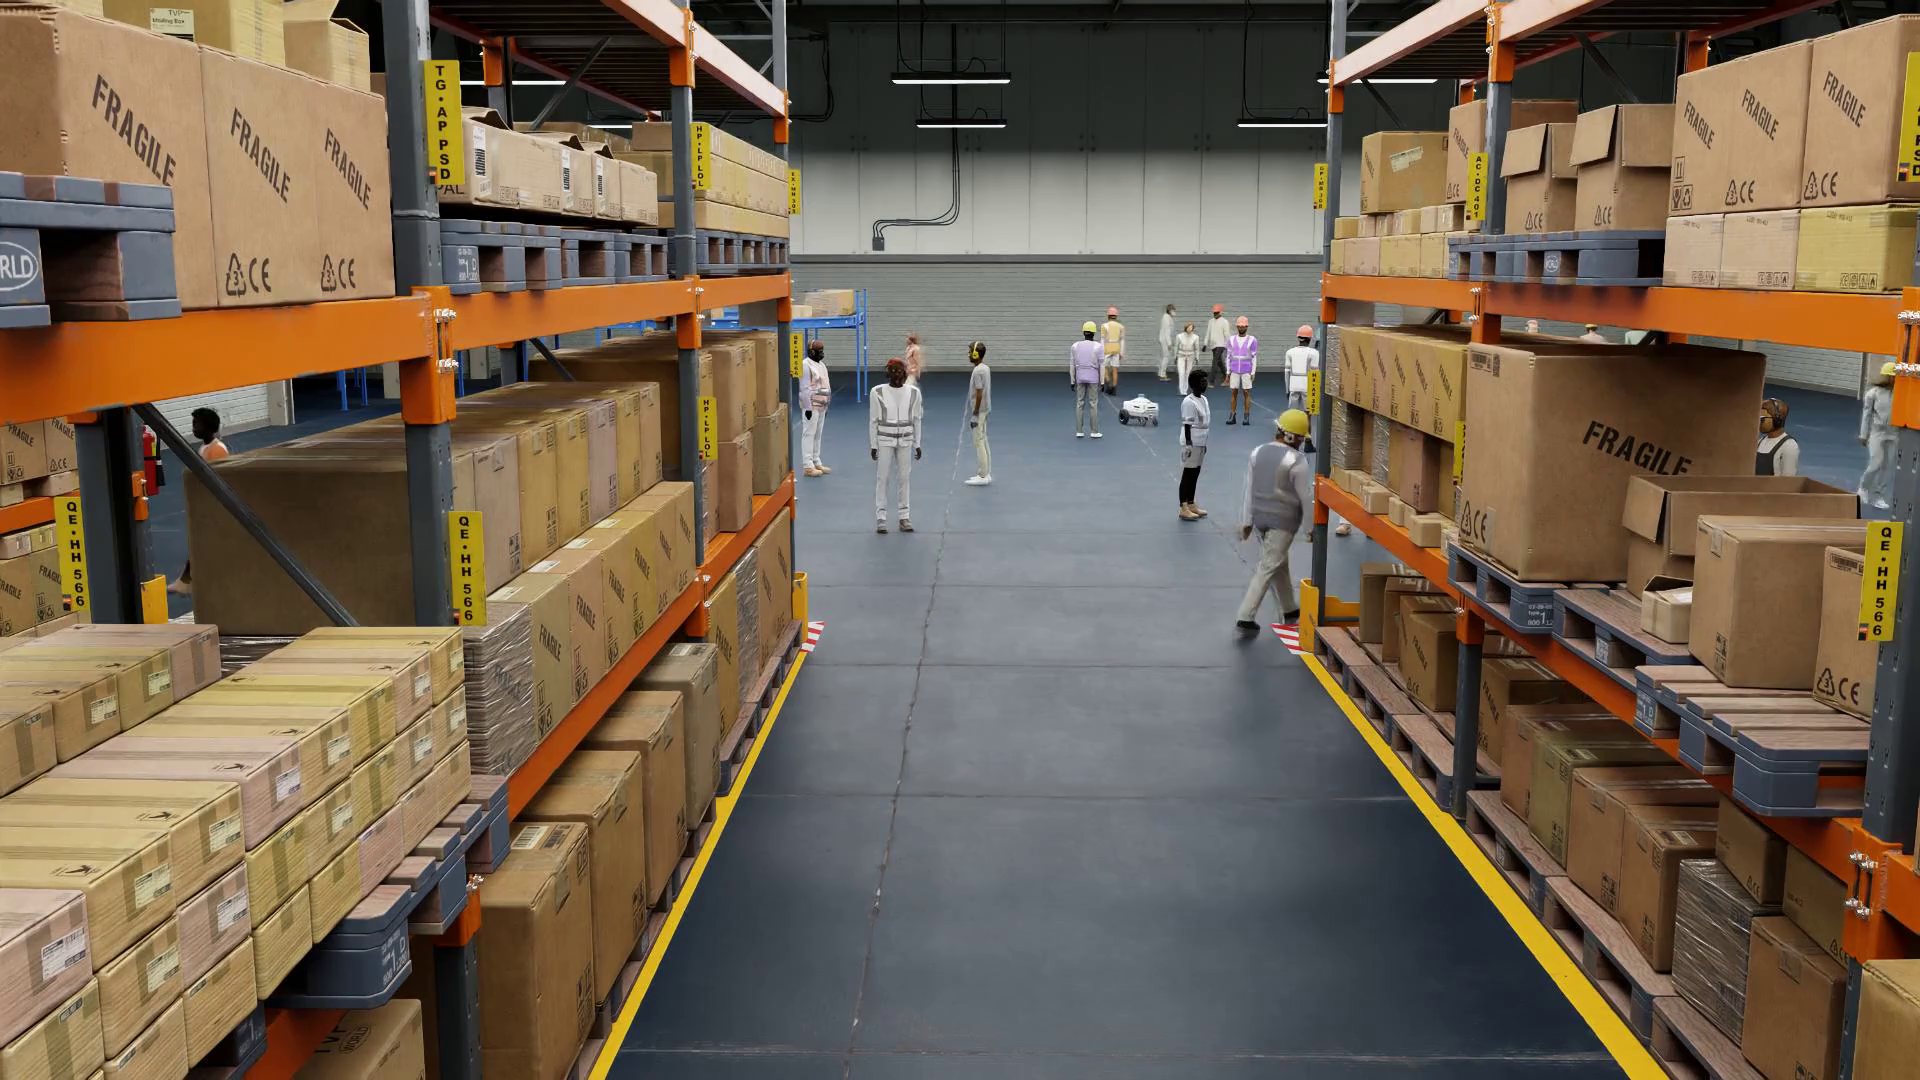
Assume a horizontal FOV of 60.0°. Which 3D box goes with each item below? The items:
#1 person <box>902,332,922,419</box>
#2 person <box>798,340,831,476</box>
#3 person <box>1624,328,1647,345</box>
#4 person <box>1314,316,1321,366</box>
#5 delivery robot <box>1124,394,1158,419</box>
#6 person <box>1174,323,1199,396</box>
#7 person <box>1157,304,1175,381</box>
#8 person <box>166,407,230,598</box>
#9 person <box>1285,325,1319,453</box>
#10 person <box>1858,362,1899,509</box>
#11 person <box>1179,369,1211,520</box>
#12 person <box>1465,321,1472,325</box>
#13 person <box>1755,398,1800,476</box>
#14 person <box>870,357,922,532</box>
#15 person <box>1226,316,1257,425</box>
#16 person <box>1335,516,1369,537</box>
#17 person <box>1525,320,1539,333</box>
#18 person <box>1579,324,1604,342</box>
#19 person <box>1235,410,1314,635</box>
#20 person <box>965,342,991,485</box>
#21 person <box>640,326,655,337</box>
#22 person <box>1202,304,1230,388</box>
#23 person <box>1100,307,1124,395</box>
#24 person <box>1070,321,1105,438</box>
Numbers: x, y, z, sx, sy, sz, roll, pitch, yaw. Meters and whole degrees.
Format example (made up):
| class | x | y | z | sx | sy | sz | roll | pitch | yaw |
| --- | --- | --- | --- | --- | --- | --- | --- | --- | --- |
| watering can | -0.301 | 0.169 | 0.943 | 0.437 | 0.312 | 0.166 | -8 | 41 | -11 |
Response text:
| class | x | y | z | sx | sy | sz | roll | pitch | yaw |
| --- | --- | --- | --- | --- | --- | --- | --- | --- | --- |
| person | -0.955 | -3.021 | 30.706 | 0.573 | 1.620 | 0.521 | -2 | 10 | -11 |
| person | -1.984 | -1.819 | 22.834 | 0.430 | 1.845 | 0.620 | 3 | 10 | 18 |
| person | 15.467 | -4.256 | 38.091 | 0.509 | 1.617 | 0.609 | 1 | 10 | 9 |
| person | 8.483 | -4.434 | 38.989 | 0.468 | 1.682 | 0.549 | 6 | 11 | 33 |
| delivery robot | 3.247 | -2.375 | 29.860 | 0.477 | 0.478 | 0.707 | -5 | 11 | -27 |
| person | 4.938 | -3.925 | 36.196 | 0.535 | 1.585 | 0.788 | 0 | 9 | -1 |
| person | 5.104 | -4.877 | 41.011 | 0.430 | 1.891 | 0.770 | 1 | 10 | 5 |
| person | -6.477 | -0.297 | 14.268 | 0.859 | 1.654 | 0.542 | -8 | 13 | -41 |
| person | 5.268 | -2.327 | 25.589 | 0.547 | 1.938 | 0.377 | 7 | 12 | 34 |
| person | 10.967 | -1.237 | 19.694 | 0.490 | 1.730 | 0.358 | -1 | 10 | -4 |
| person | 2.675 | -1.093 | 18.920 | 0.317 | 1.695 | 0.540 | 5 | 11 | 28 |
| person | 8.922 | -2.951 | 29.542 | 0.907 | 1.872 | 0.646 | -2 | 10 | -11 |
| person | 6.411 | -0.202 | 13.170 | 0.330 | 1.840 | 0.507 | 0 | 9 | -3 |
| person | -0.696 | -1.037 | 18.031 | 0.575 | 1.883 | 0.362 | -2 | 10 | -14 |
| person | 5.048 | -3.047 | 29.892 | 0.551 | 1.942 | 0.344 | 4 | 10 | 23 |
| person | 4.287 | -0.959 | 17.685 | 0.626 | 1.843 | 0.430 | 5 | 11 | 27 |
| person | 9.889 | -2.864 | 28.893 | 0.643 | 1.912 | 0.410 | 0 | 9 | -1 |
| person | 12.796 | -3.614 | 33.883 | 0.528 | 1.749 | 0.531 | -2 | 10 | -10 |
| person | 2.496 | -0.140 | 13.057 | 0.901 | 1.765 | 0.606 | -5 | 11 | -28 |
| person | 0.245 | -1.667 | 21.844 | 0.310 | 1.868 | 0.533 | 2 | 10 | 14 |
| person | -4.703 | -2.266 | 25.228 | 0.629 | 1.939 | 0.371 | -1 | 10 | -8 |
| person | 6.076 | -4.565 | 38.993 | 1.023 | 1.951 | 0.624 | -6 | 11 | -33 |
| person | 3.327 | -4.143 | 36.514 | 0.566 | 1.919 | 0.432 | -3 | 10 | -17 |
| person | 2.124 | -2.658 | 27.606 | 0.593 | 1.924 | 0.384 | 4 | 10 | 20 |
